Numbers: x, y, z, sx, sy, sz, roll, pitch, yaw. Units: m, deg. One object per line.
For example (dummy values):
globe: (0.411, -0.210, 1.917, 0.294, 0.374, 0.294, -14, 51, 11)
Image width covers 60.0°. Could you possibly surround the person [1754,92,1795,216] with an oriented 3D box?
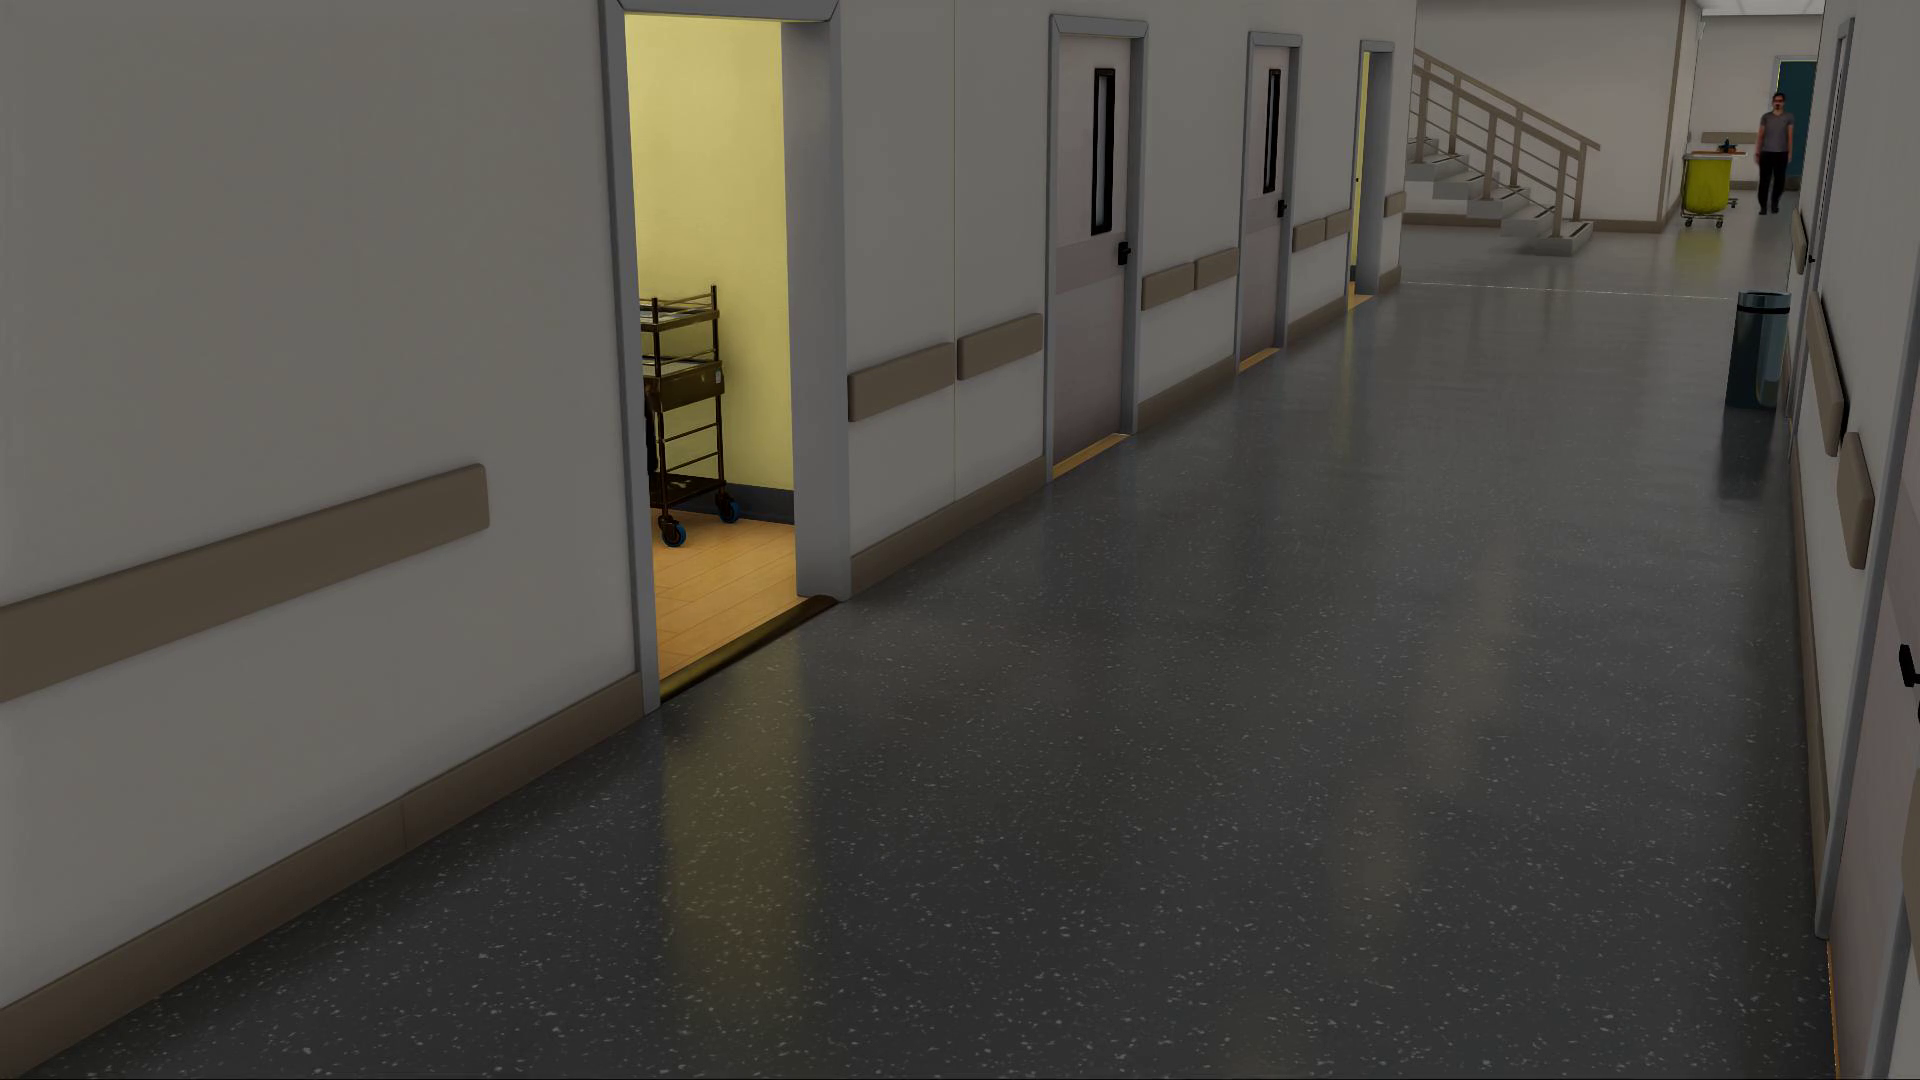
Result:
person: (11.902, -5.640, 24.320, 0.571, 1.742, 0.709, 8, 18, 26)
